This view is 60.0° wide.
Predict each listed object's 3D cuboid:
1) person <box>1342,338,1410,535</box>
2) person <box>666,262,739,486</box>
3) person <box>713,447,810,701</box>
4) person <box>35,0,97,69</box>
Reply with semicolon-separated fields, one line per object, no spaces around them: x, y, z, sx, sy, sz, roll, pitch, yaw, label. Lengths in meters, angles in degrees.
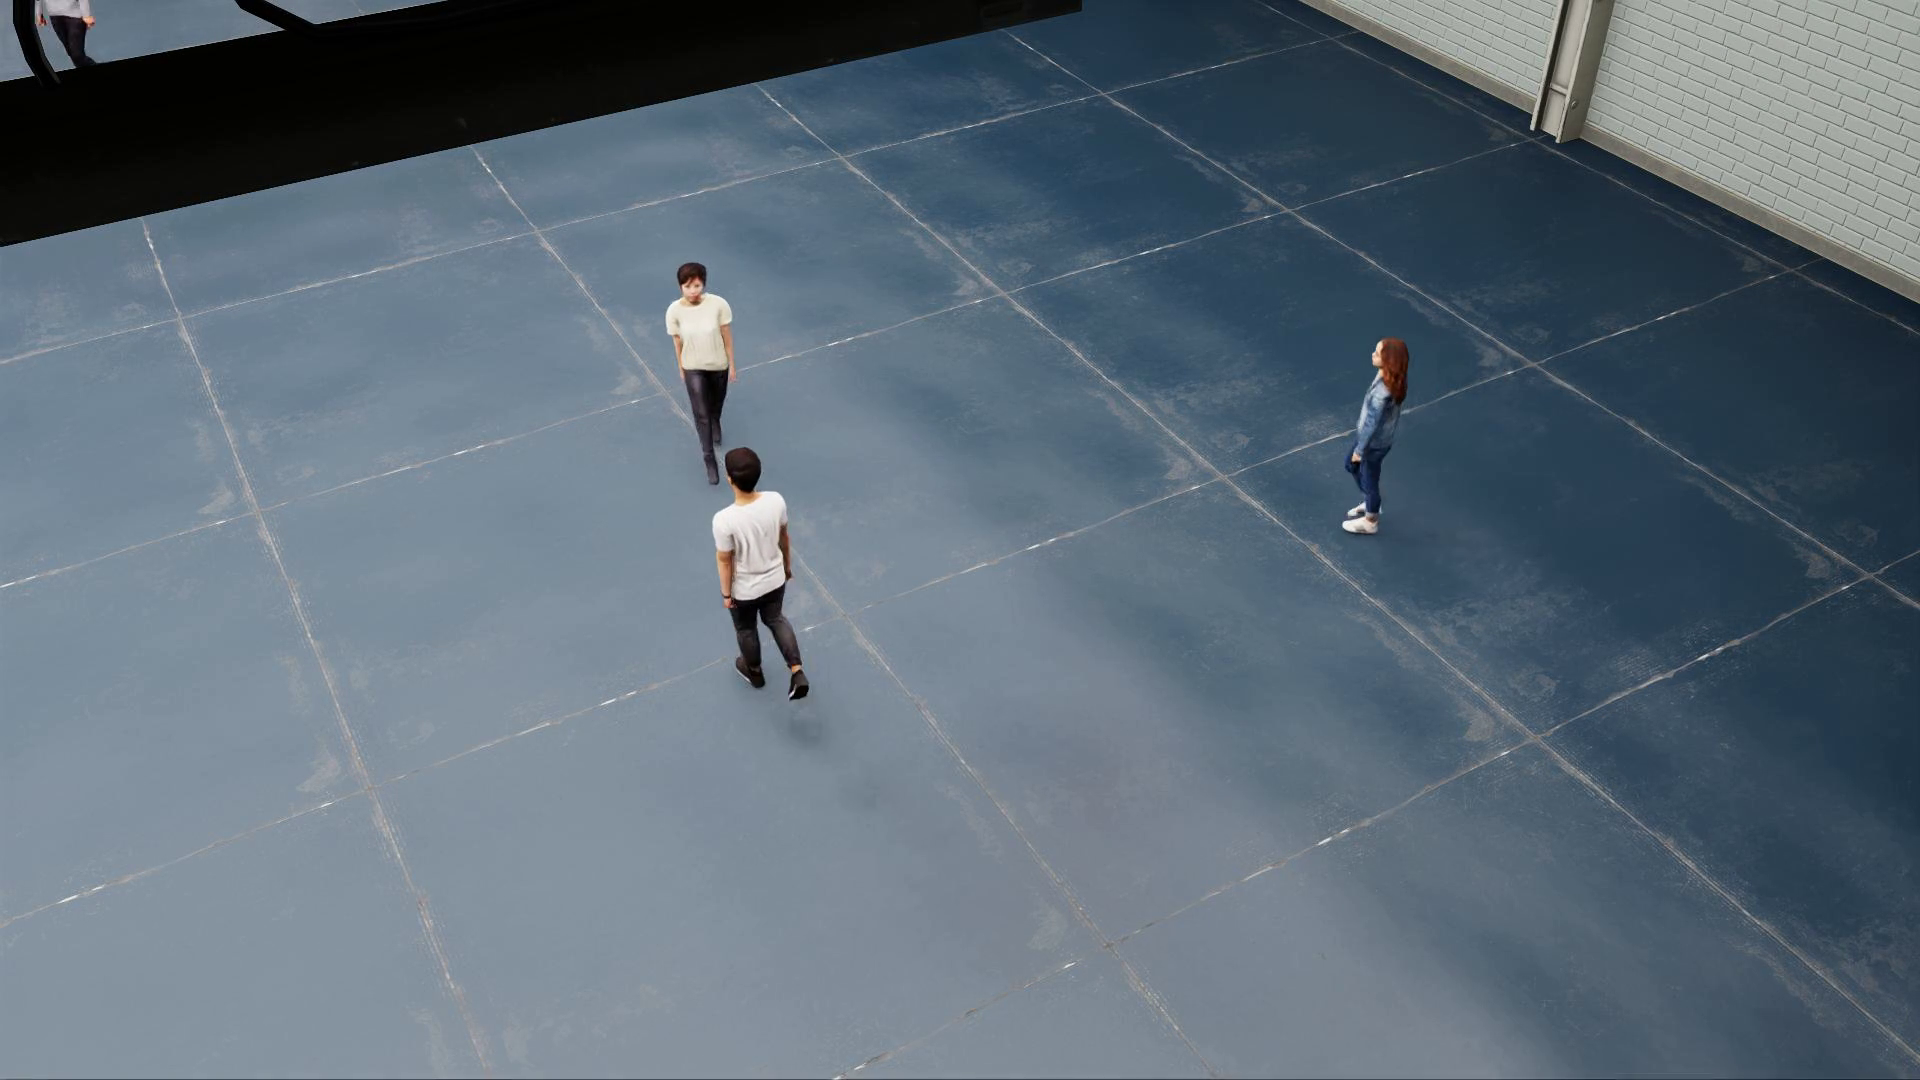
2.778;-0.649;10.824;0.720;1.465;0.658;9;39;11;person
-1.756;-1.229;11.497;0.762;1.550;1.050;-9;39;-11;person
-1.136;0.255;9.475;0.679;1.703;0.931;-25;44;-28;person
-8.679;-5.202;16.279;0.868;1.915;0.960;14;40;18;person
